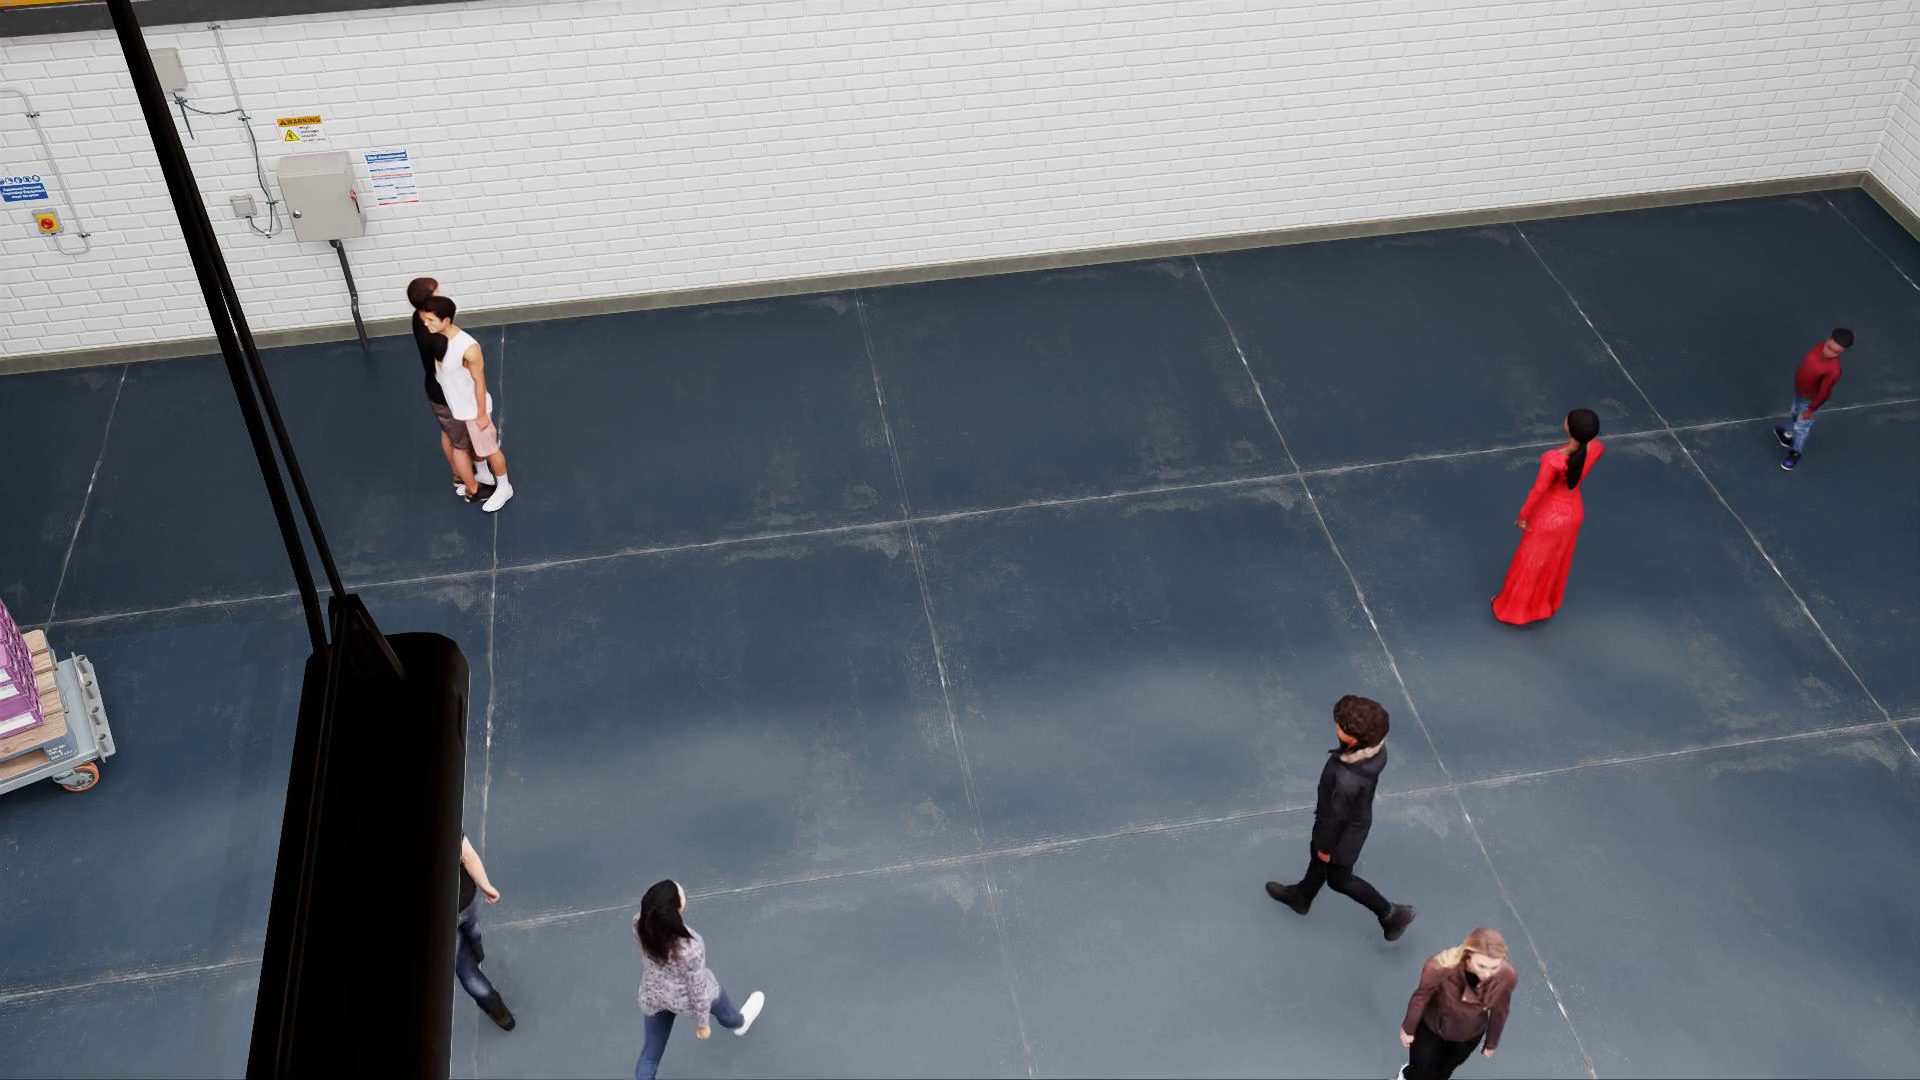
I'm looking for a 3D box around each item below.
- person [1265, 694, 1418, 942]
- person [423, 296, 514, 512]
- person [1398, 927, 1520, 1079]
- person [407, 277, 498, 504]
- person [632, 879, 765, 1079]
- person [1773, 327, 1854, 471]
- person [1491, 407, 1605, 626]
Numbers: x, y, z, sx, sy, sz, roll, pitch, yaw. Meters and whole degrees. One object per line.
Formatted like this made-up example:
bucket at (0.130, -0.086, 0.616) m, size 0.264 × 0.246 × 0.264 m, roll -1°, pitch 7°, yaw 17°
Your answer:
person at (2.175, 1.580, 9.088) m, size 1.114 × 1.743 × 1.117 m, roll 18°, pitch 47°, yaw 18°
person at (-3.473, -0.984, 11.748) m, size 0.711 × 1.787 × 0.792 m, roll 30°, pitch 51°, yaw 28°
person at (2.428, 2.363, 8.298) m, size 0.672 × 1.698 × 0.654 m, roll 2°, pitch 44°, yaw 2°
person at (-3.644, -1.073, 11.787) m, size 0.806 × 1.861 × 0.657 m, roll -22°, pitch 48°, yaw -22°
person at (-1.476, 2.348, 8.330) m, size 1.122 × 1.677 × 1.253 m, roll 21°, pitch 47°, yaw 21°
person at (6.305, -1.119, 12.288) m, size 0.763 × 1.237 × 0.516 m, roll 9°, pitch 44°, yaw 10°
person at (3.897, -0.140, 10.862) m, size 0.691 × 1.786 × 0.657 m, roll -17°, pitch 46°, yaw -17°
